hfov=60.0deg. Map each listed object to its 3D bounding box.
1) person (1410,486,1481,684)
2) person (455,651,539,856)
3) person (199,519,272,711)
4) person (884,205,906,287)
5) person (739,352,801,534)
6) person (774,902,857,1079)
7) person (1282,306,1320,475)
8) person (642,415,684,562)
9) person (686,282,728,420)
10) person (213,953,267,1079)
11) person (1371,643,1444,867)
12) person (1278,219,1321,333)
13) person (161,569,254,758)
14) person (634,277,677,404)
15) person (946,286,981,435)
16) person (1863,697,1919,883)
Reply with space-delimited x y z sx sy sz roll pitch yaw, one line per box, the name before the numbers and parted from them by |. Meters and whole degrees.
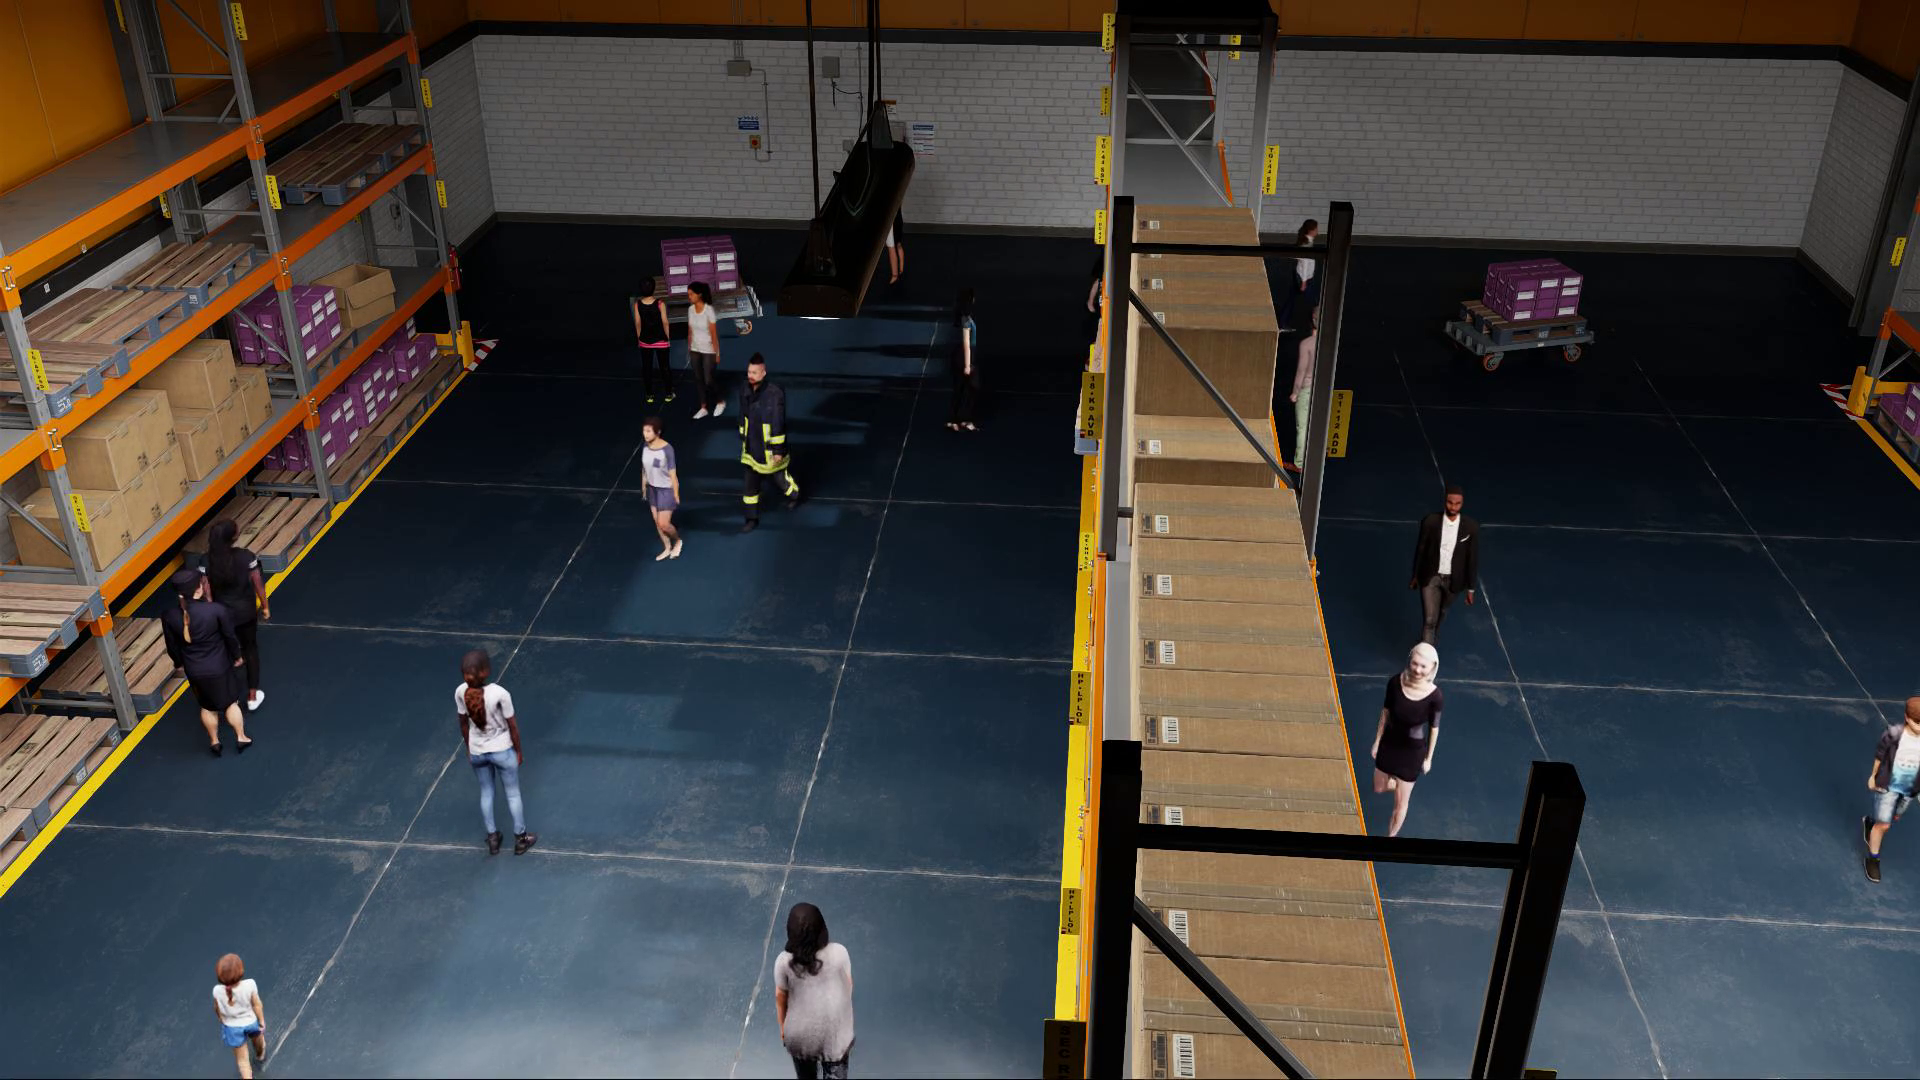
person | 4.203 0.323 14.513 0.737 1.751 1.176 5 29 9
person | -3.445 1.563 12.271 0.583 1.721 0.516 4 29 7
person | -6.090 0.656 13.944 0.741 1.711 0.742 -15 32 -26
person | -0.937 -4.427 23.173 0.709 1.795 0.559 13 31 22
person | -1.938 -1.031 16.904 0.945 1.837 1.192 11 31 19
person | -0.852 2.903 9.954 0.731 1.586 0.979 -3 29 -6
person | 3.803 -1.619 17.942 0.773 1.875 0.804 -16 33 -27
person | -2.867 -0.522 16.271 0.679 1.550 0.711 20 34 32
person | -2.934 -2.217 19.286 0.734 1.639 0.786 17 33 28
person | -4.481 3.025 10.345 0.633 0.998 0.783 -12 31 -21
person | 3.284 1.518 12.253 0.853 1.816 1.009 17 33 28
person | 4.360 -3.390 21.557 0.715 1.523 0.964 -3 29 -5
person | -6.036 1.007 13.343 0.765 1.669 0.731 -5 29 -10
person | -3.628 -2.381 19.677 0.551 1.552 0.521 0 29 0
person | 0.005 -1.993 18.810 0.757 1.702 0.657 -1 29 -3
person | 6.892 1.748 12.235 0.557 1.430 0.878 4 29 7
